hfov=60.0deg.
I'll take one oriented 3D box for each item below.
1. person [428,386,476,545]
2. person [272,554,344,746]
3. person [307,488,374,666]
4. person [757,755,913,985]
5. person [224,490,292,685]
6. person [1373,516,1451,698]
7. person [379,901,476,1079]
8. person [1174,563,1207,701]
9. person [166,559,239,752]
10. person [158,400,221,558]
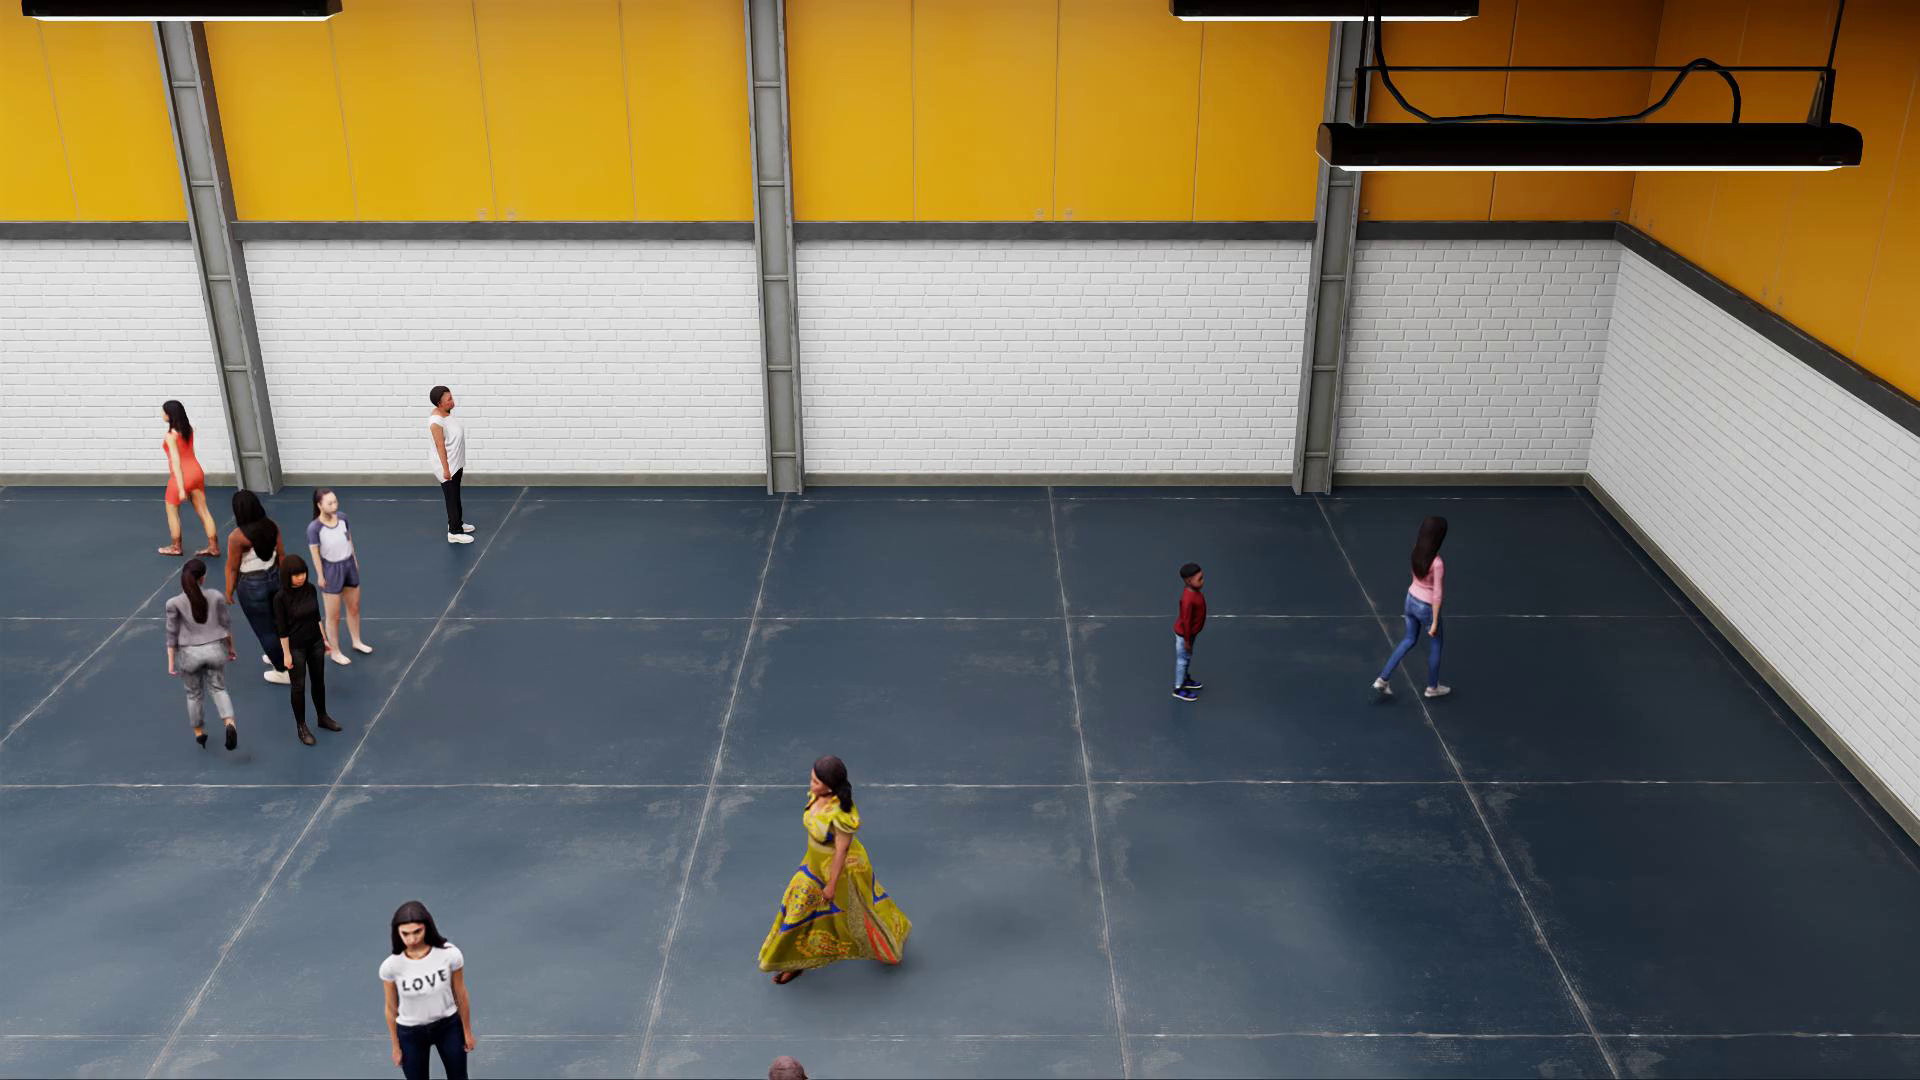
[{"bbox_3d":[-5.350,-0.818,17.455,0.662,1.688,0.696,-4,24,-10],"label":"person"},{"bbox_3d":[-5.402,0.866,13.664,0.672,1.640,0.655,15,28,30],"label":"person"},{"bbox_3d":[-5.601,0.307,14.933,0.676,1.647,0.670,13,27,27],"label":"person"},{"bbox_3d":[-0.729,2.127,10.811,1.439,1.614,1.271,-16,28,-32],"label":"person"},{"bbox_3d":[-6.014,0.440,14.449,0.880,1.792,0.811,11,26,24],"label":"person"},{"bbox_3d":[3.890,0.587,14.198,1.060,1.722,0.848,-10,26,-22],"label":"person"},{"bbox_3d":[-2.938,2.736,9.224,0.607,1.769,0.729,-9,25,-20],"label":"person"},{"bbox_3d":[1.955,0.768,14.369,0.539,1.253,0.540,5,24,12],"label":"person"},{"bbox_3d":[-6.065,0.976,13.396,0.959,1.653,0.999,-20,30,-38],"label":"person"},{"bbox_3d":[-7.792,-0.591,16.926,0.904,1.696,0.707,4,24,9],"label":"person"}]
